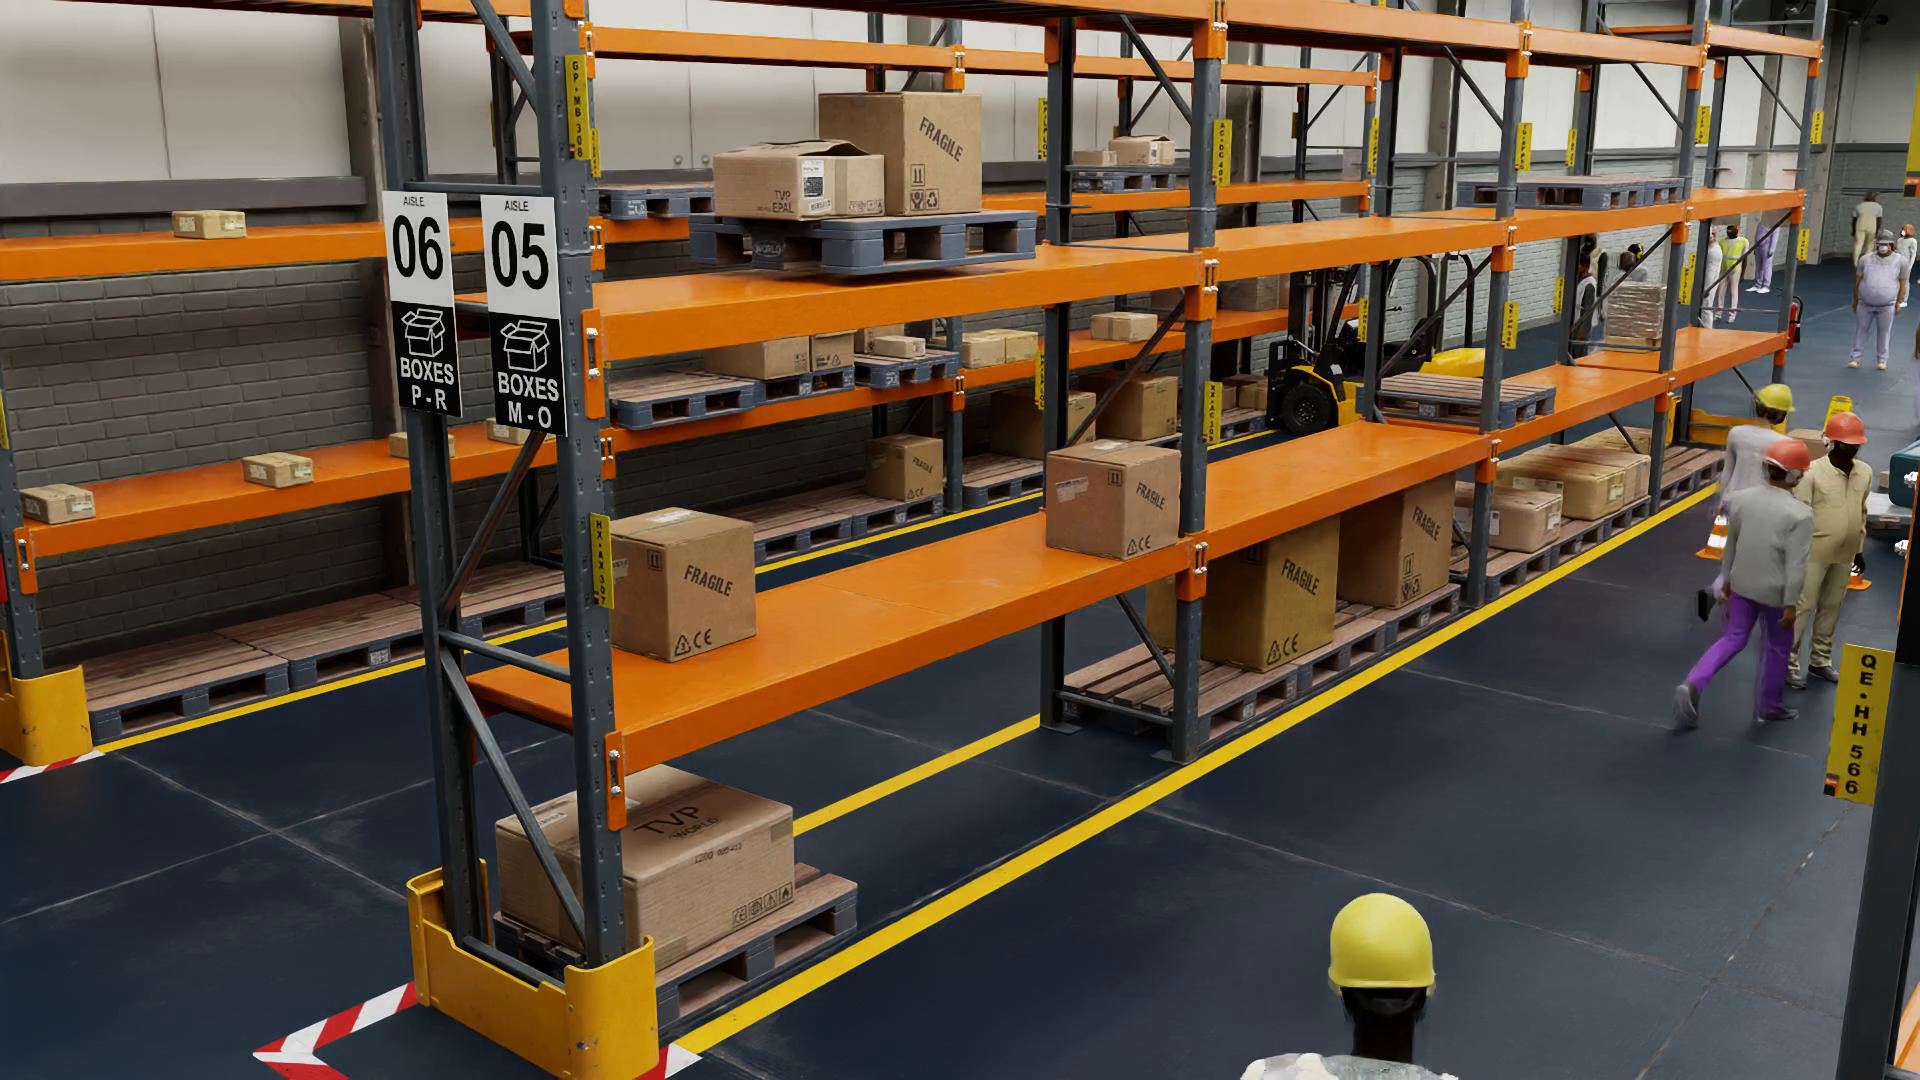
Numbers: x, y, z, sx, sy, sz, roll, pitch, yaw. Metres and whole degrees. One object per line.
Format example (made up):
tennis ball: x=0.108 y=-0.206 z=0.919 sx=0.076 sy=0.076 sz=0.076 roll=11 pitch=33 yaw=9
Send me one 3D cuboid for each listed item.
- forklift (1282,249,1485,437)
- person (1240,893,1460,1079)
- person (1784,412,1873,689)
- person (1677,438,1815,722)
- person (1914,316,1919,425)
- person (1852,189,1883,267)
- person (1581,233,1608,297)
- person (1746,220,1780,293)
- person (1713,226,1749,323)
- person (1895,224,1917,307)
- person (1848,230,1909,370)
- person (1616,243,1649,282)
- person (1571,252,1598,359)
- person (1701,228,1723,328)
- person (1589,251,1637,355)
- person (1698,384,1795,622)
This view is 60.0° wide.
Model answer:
forklift: x=4.886 y=-2.214 z=18.767 sx=2.313 sy=2.155 sz=1.214 roll=11 pitch=18 yaw=38
person: x=0.860 y=1.665 z=3.578 sx=0.598 sy=1.895 sz=0.616 roll=3 pitch=14 yaw=14
person: x=5.440 y=0.063 z=10.405 sx=0.574 sy=1.749 sz=0.337 roll=-4 pitch=14 yaw=-15
person: x=4.611 y=0.261 z=9.657 sx=0.775 sy=1.723 sz=0.589 roll=-6 pitch=15 yaw=-22
person: x=11.502 y=-2.200 z=19.538 sx=0.517 sy=1.803 sz=0.545 roll=5 pitch=15 yaw=21
person: x=23.347 y=-8.049 z=42.842 sx=0.685 sy=2.000 sz=0.997 roll=10 pitch=17 yaw=36
person: x=10.549 y=-4.289 z=27.973 sx=0.543 sy=1.825 sz=0.640 roll=-12 pitch=18 yaw=-40
person: x=17.451 y=-6.328 z=36.103 sx=0.408 sy=1.913 sz=0.641 roll=-2 pitch=14 yaw=-8
person: x=14.065 y=-4.887 z=30.378 sx=0.373 sy=1.839 sz=0.571 roll=-12 pitch=18 yaw=-40
person: x=18.836 y=-5.484 z=33.232 sx=0.280 sy=1.636 sz=0.500 roll=-4 pitch=14 yaw=-14
person: x=13.482 y=-3.528 z=24.432 sx=0.682 sy=2.000 sz=0.537 roll=9 pitch=16 yaw=32
person: x=9.693 y=-3.352 z=24.080 sx=0.319 sy=1.865 sz=0.521 roll=-13 pitch=19 yaw=-43
person: x=8.073 y=-2.778 z=21.640 sx=0.391 sy=1.915 sz=0.587 roll=1 pitch=14 yaw=5
person: x=12.306 y=-4.195 z=27.445 sx=0.397 sy=1.901 sz=0.651 roll=4 pitch=14 yaw=17
person: x=9.102 y=-3.113 z=23.209 sx=0.543 sy=1.813 sz=0.568 roll=-3 pitch=14 yaw=-13
person: x=5.487 y=-0.234 z=11.651 sx=0.647 sy=1.738 sz=0.528 roll=-7 pitch=15 yaw=-25
